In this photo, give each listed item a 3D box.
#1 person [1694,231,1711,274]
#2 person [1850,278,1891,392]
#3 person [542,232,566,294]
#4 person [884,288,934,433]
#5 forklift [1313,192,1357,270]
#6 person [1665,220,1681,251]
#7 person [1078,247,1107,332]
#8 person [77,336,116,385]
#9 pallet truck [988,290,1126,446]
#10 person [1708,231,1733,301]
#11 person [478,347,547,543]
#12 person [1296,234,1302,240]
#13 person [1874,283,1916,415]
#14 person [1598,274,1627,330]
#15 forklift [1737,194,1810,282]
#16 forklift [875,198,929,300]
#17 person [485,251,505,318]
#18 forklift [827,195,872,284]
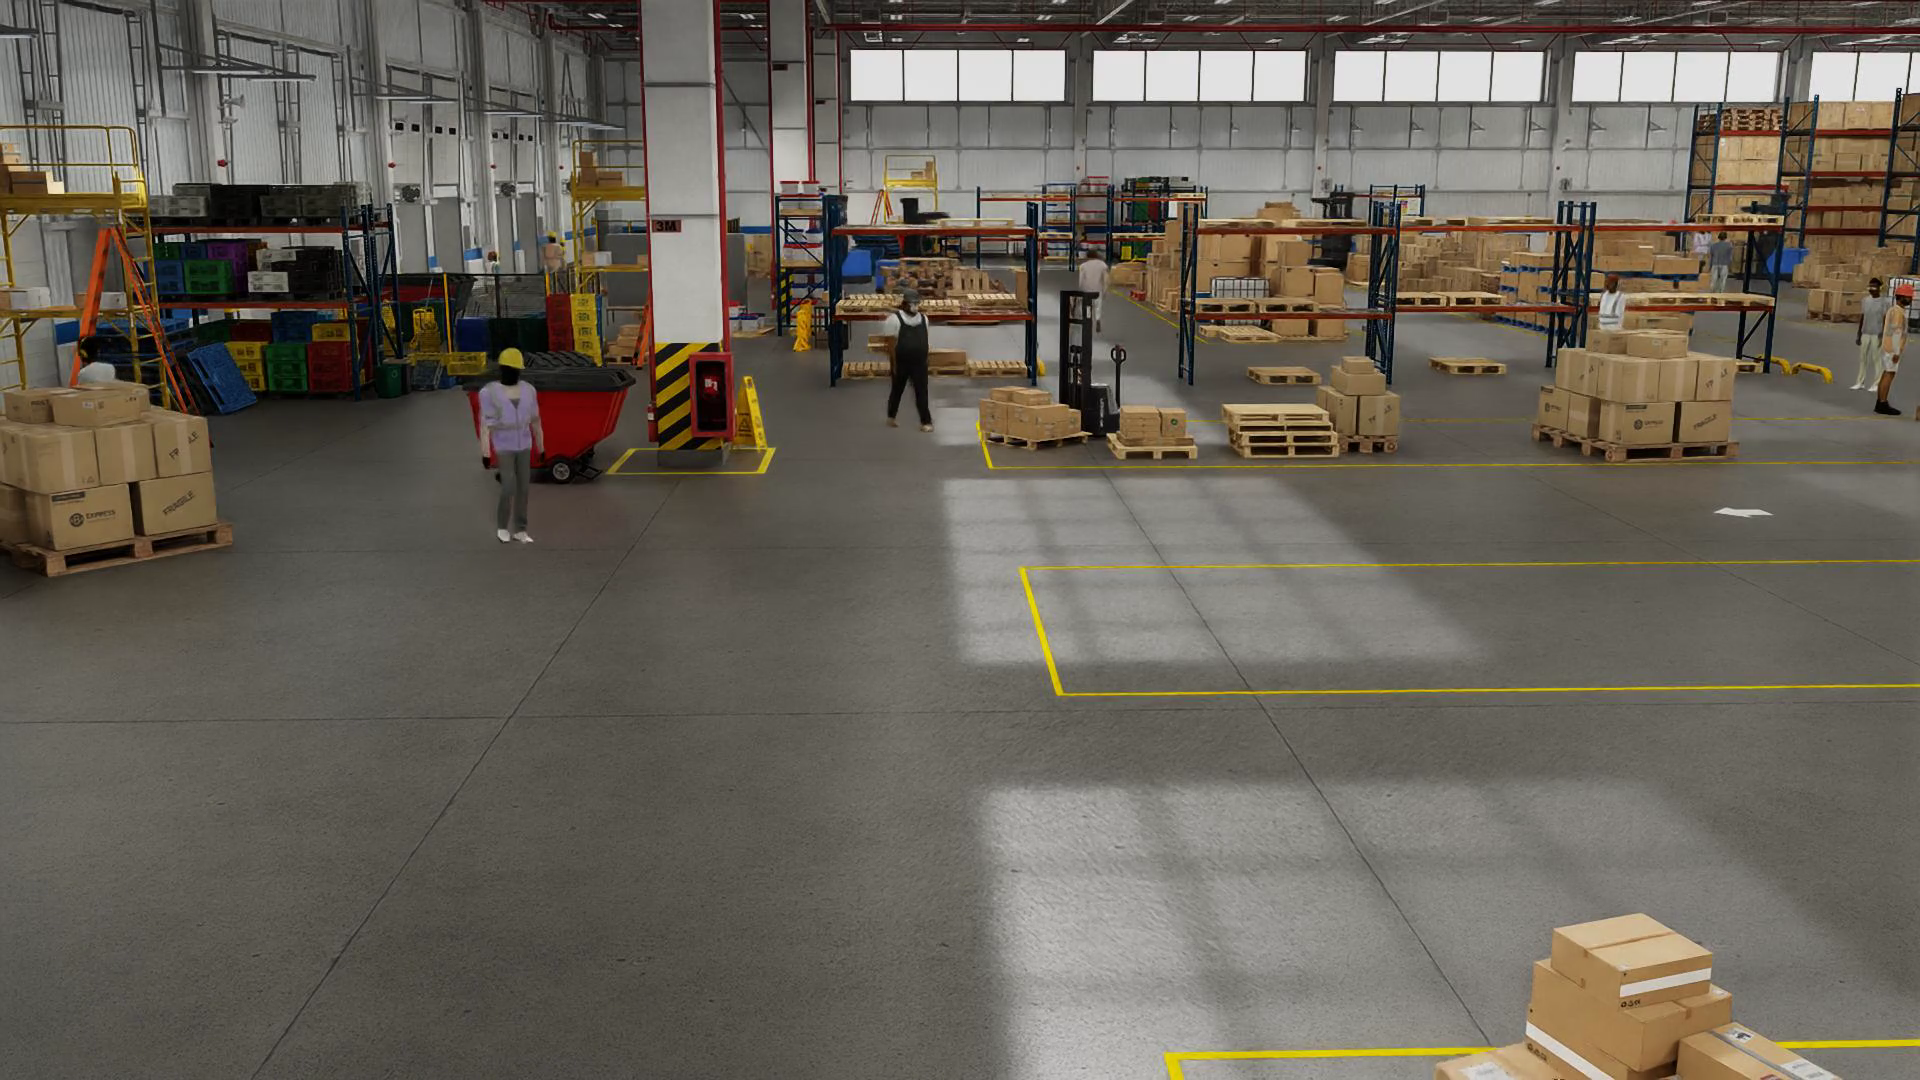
[{"bbox_3d":[24.550,-9.560,55.098,0.573,1.908,0.684,-2,13,-8],"label":"person"},{"bbox_3d":[14.923,-3.358,27.218,0.325,1.860,0.512,-6,14,-26],"label":"person"},{"bbox_3d":[-11.493,-7.758,47.042,0.608,1.879,0.991,2,13,7],"label":"person"},{"bbox_3d":[-0.728,-2.534,23.074,0.685,2.000,1.020,-5,14,-23],"label":"person"},{"bbox_3d":[13.718,-11.128,59.962,1.873,2.768,1.129,-8,15,-32],"label":"forklift"},{"bbox_3d":[23.827,-9.743,55.765,0.636,1.975,0.735,2,13,9],"label":"person"},{"bbox_3d":[2.933,-5.509,36.789,0.635,1.917,0.679,-1,13,-3],"label":"person"},{"bbox_3d":[-9.256,-1.295,17.998,0.976,1.830,0.508,6,14,26],"label":"person"},{"bbox_3d":[1.257,-2.299,22.111,1.885,1.965,0.823,-9,15,-35],"label":"pallet truck"},{"bbox_3d":[21.098,-7.596,46.162,0.630,1.940,0.372,8,15,33],"label":"person"},{"bbox_3d":[-4.289,-0.899,16.000,0.601,1.902,0.432,-12,17,-43],"label":"person"},{"bbox_3d":[10.400,-8.946,52.277,0.647,1.922,0.443,1,13,6],"label":"person"},{"bbox_3d":[13.860,-2.826,24.631,0.373,1.933,0.550,5,13,21],"label":"person"},{"bbox_3d":[10.873,-3.539,28.000,0.602,1.865,0.611,-6,14,-23],"label":"person"},{"bbox_3d":[26.672,-9.869,54.281,1.873,2.768,1.129,11,17,42],"label":"forklift"},{"bbox_3d":[-1.404,-8.175,46.632,1.873,2.768,1.129,2,13,7],"label":"forklift"},{"bbox_3d":[-11.468,-6.269,40.875,0.522,1.631,0.323,10,16,38],"label":"person"},{"bbox_3d":[-3.838,-9.487,52.554,1.873,2.768,1.129,-7,14,-28],"label":"forklift"}]
